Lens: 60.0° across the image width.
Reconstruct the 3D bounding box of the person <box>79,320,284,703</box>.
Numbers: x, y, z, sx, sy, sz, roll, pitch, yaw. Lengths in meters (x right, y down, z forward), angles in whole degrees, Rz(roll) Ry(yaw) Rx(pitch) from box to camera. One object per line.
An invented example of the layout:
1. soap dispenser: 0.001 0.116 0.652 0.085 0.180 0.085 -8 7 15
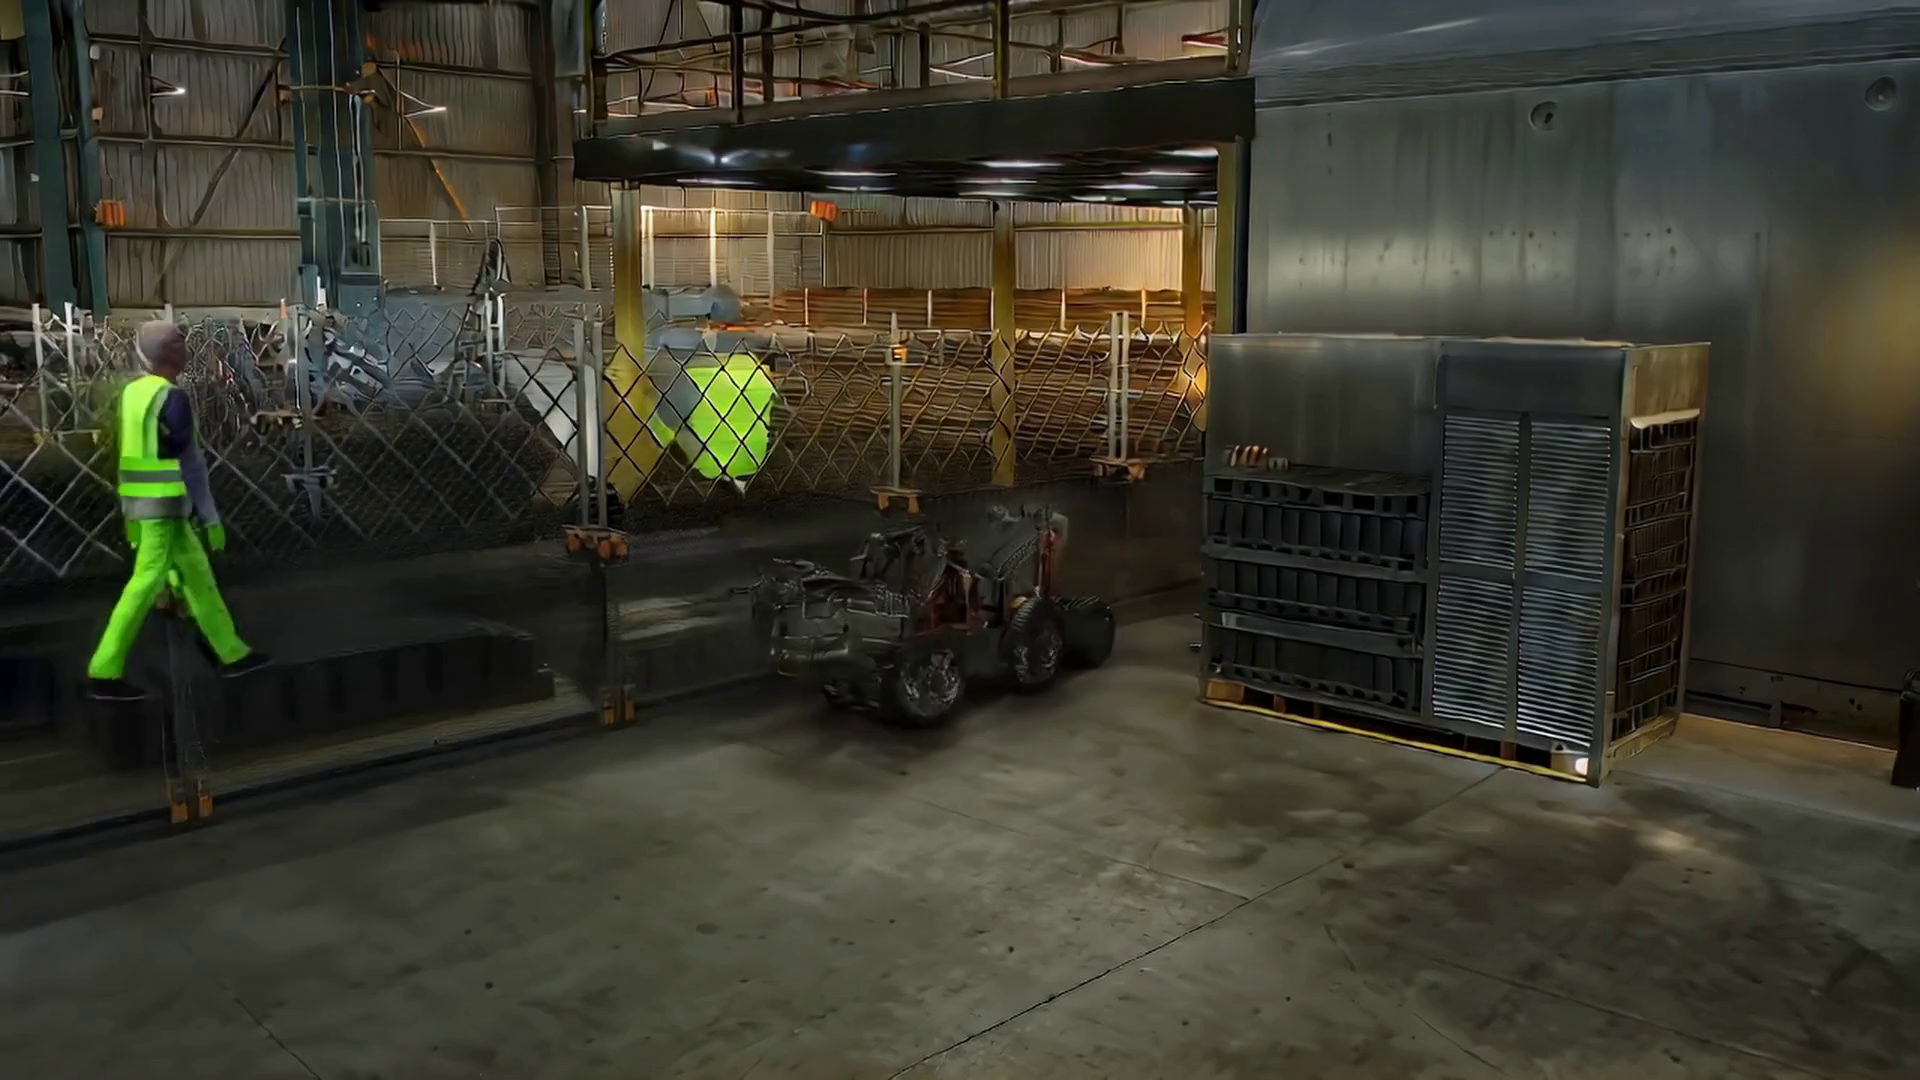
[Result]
1. person: -3.851 -0.147 8.067 0.594 1.836 1.000 9 13 43
